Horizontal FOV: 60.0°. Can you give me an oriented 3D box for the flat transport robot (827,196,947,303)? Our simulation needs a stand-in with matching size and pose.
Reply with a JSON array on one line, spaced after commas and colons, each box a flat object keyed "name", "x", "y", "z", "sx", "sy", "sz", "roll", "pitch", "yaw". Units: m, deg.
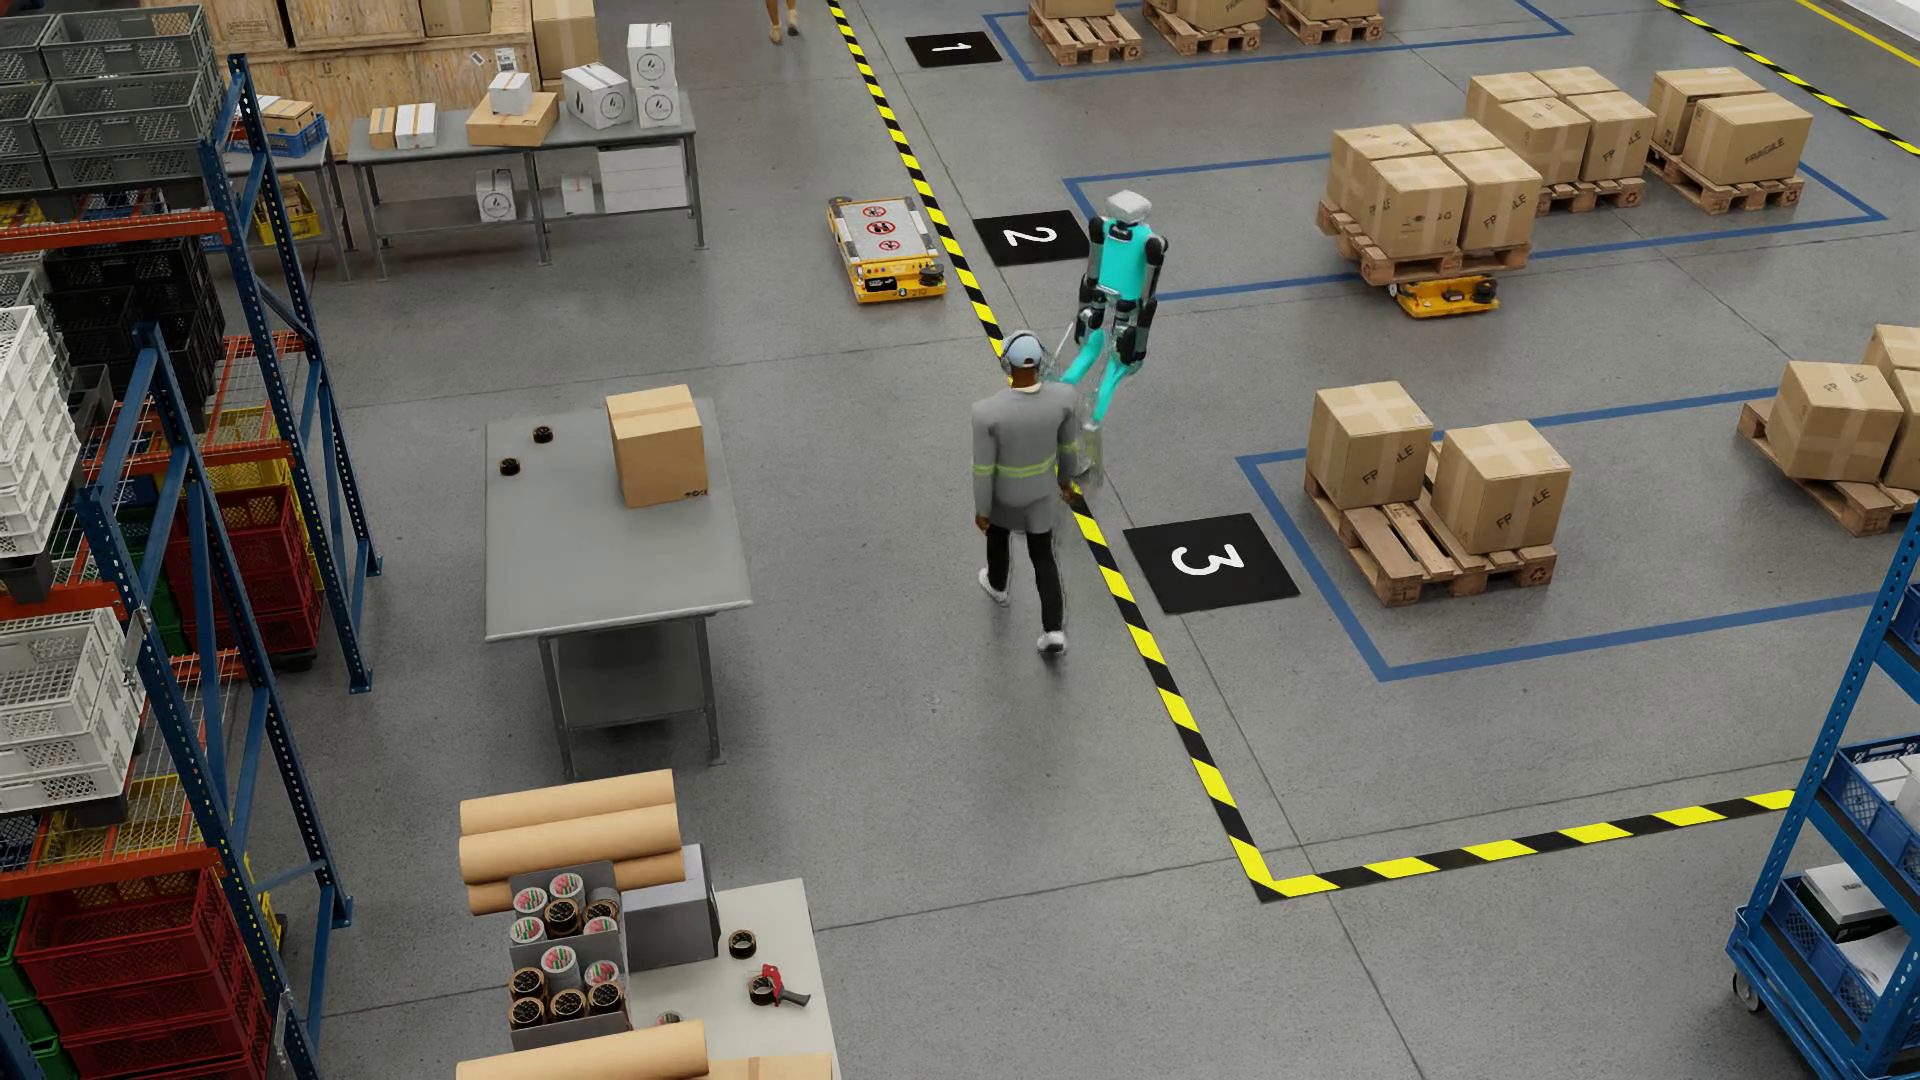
[{"name": "flat transport robot", "x": -0.570, "y": -2.220, "z": 12.538, "sx": 0.659, "sy": 0.231, "sz": 1.431, "roll": -8, "pitch": 37, "yaw": -10}]

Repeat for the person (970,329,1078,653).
[{"name": "person", "x": 0.343, "y": -0.264, "z": 8.612, "sx": 0.598, "sy": 1.818, "sz": 0.895, "roll": -12, "pitch": 38, "yaw": -15}]

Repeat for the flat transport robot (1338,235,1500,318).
[{"name": "flat transport robot", "x": 3.380, "y": -2.093, "z": 12.343, "sx": 0.652, "sy": 0.197, "sz": 1.431, "roll": -8, "pitch": 37, "yaw": -10}]

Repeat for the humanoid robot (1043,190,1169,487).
[{"name": "humanoid robot", "x": 0.779, "y": -1.099, "z": 9.848, "sx": 0.538, "sy": 1.820, "sz": 0.838, "roll": 29, "pitch": 46, "yaw": 33}]

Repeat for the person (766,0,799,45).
[{"name": "person", "x": -1.774, "y": -5.733, "z": 15.784, "sx": 0.621, "sy": 2.029, "sz": 0.424, "roll": -9, "pitch": 38, "yaw": -12}]
